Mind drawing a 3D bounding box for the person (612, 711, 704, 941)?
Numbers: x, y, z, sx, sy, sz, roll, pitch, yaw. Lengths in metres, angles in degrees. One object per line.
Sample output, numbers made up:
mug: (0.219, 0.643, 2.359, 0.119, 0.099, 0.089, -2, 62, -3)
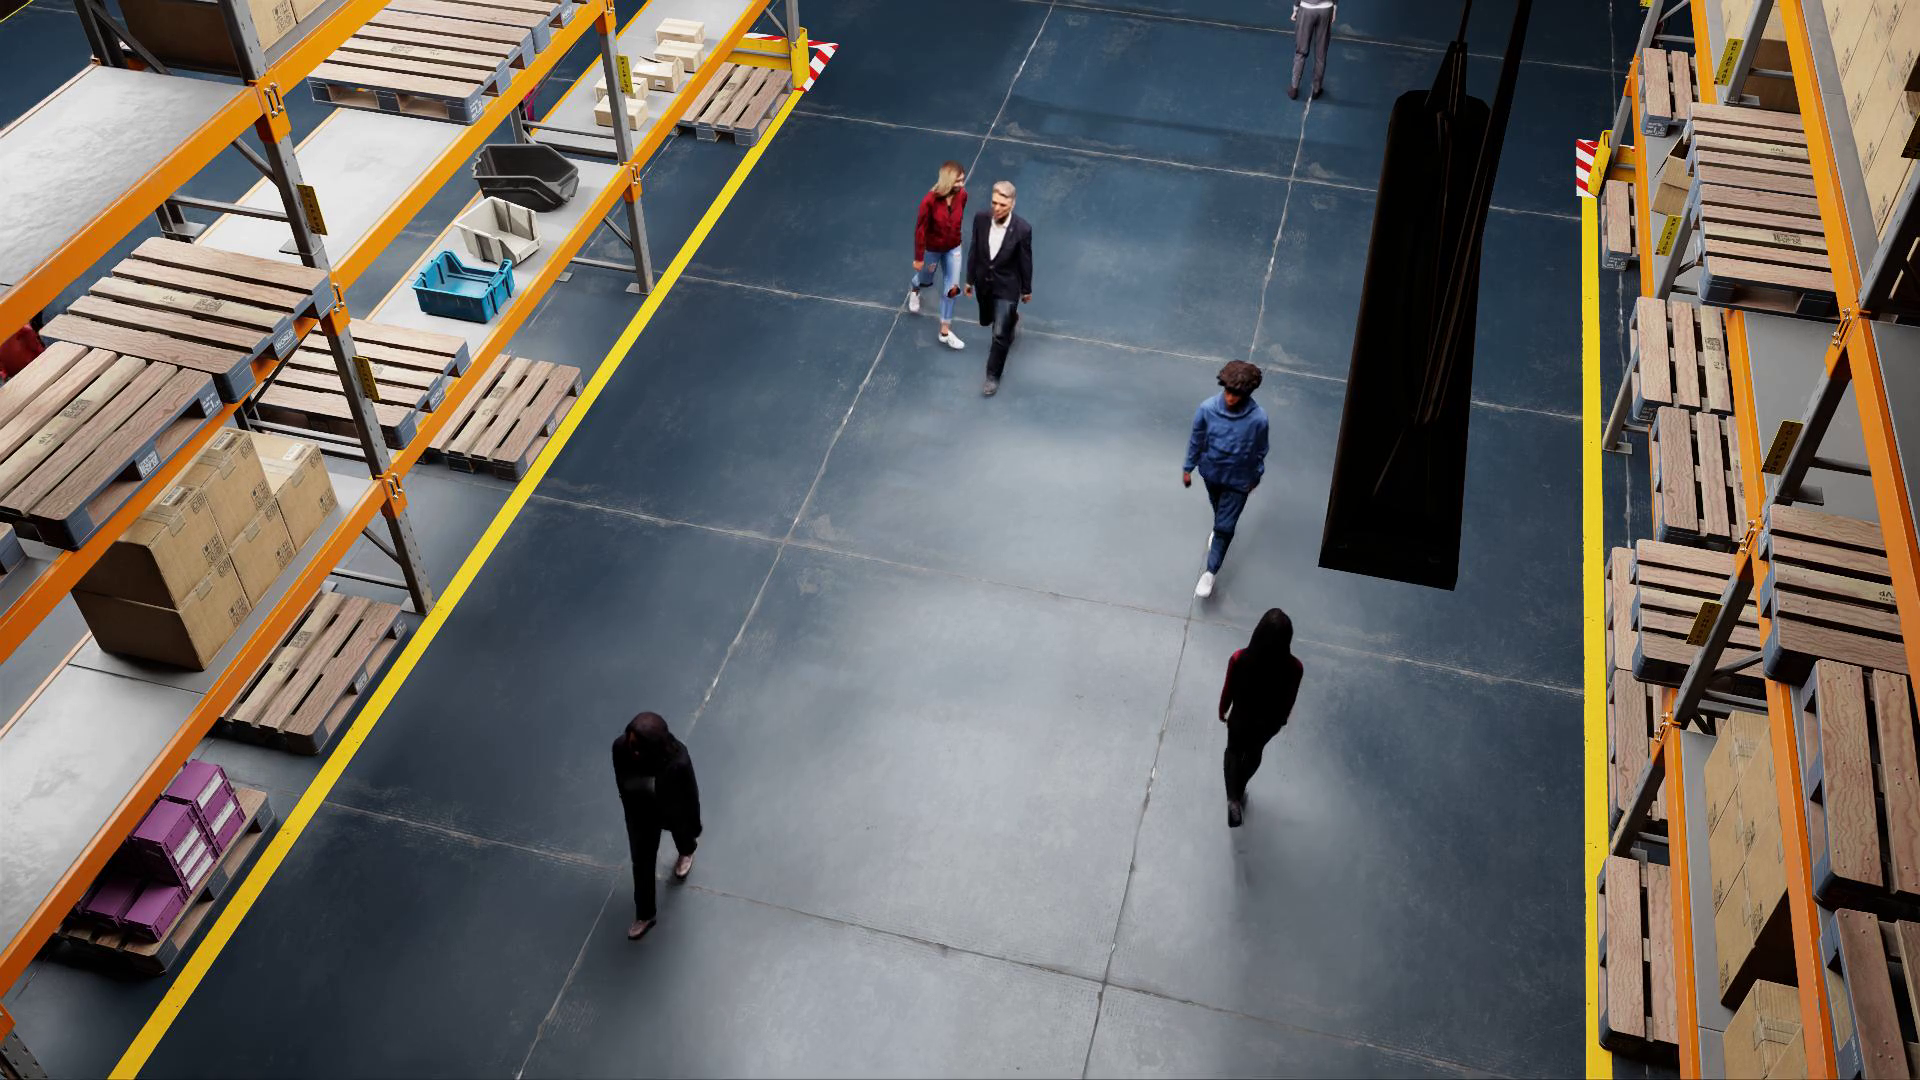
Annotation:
person: (-1.695, 1.470, 9.565, 0.754, 1.577, 1.059, 6, 44, 6)

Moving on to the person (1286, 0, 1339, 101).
person: (3.502, -5.196, 16.414, 0.611, 1.782, 0.543, 5, 44, 5)

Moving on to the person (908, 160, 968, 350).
person: (-0.203, -2.399, 13.616, 1.088, 1.592, 1.154, -18, 46, -18)

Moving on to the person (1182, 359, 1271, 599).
person: (1.872, -0.537, 11.535, 0.834, 1.767, 1.190, 18, 47, 18)

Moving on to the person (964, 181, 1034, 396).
person: (0.332, -2.080, 13.136, 0.825, 1.792, 1.120, 20, 47, 19)

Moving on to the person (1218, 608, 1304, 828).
person: (1.764, 1.113, 9.894, 0.648, 1.641, 0.837, 4, 44, 4)
